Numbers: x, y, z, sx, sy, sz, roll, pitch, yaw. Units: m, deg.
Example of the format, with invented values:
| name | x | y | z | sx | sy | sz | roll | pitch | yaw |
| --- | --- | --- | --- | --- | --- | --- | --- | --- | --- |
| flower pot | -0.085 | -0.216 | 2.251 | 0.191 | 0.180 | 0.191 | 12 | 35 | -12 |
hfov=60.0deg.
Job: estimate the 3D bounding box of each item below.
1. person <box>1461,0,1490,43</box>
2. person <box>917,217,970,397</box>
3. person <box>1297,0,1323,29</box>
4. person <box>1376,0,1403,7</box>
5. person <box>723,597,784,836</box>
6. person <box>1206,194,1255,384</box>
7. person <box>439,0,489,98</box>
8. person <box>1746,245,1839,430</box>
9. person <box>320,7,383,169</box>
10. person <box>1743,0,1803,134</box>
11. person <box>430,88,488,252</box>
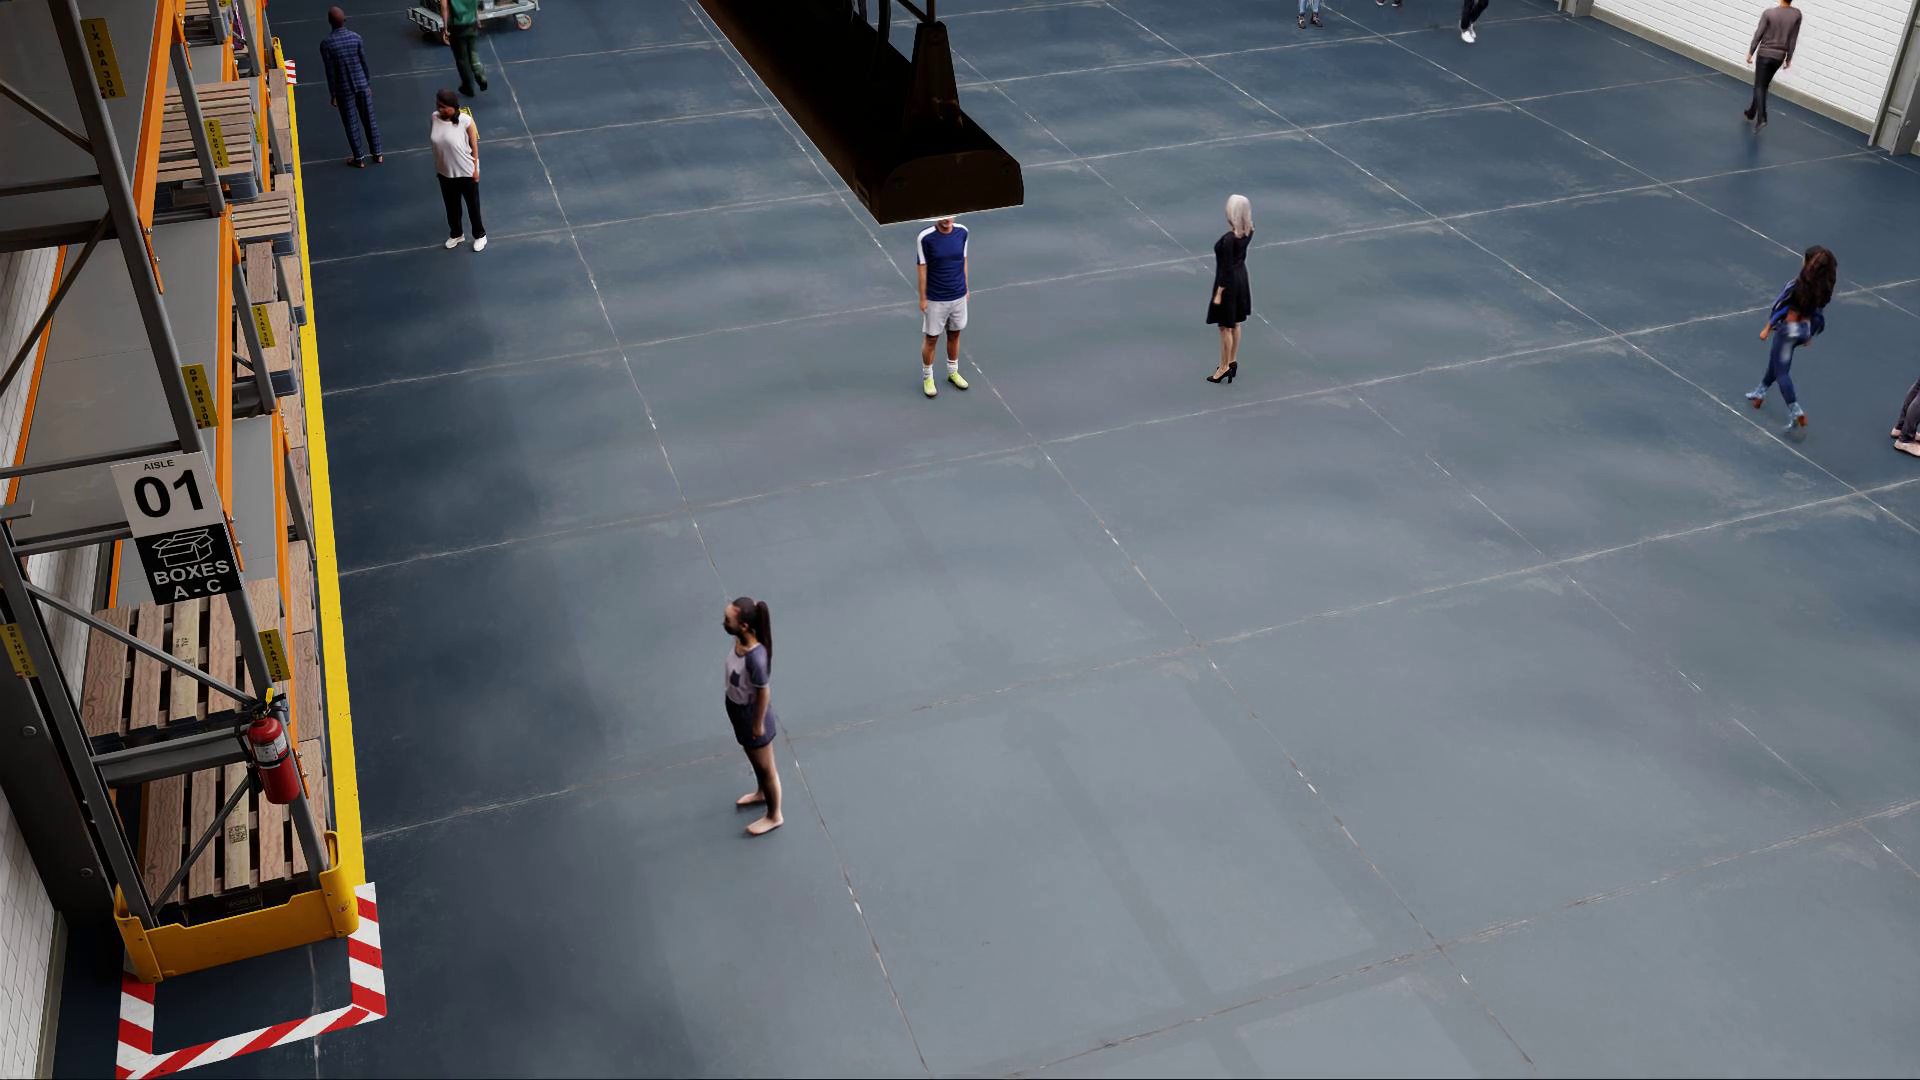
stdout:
| name | x | y | z | sx | sy | sz | roll | pitch | yaw |
| --- | --- | --- | --- | --- | --- | --- | --- | --- | --- |
| person | 7.065 | -7.822 | 23.022 | 0.747 | 1.789 | 0.638 | -12 | 35 | -17 |
| person | -0.139 | -2.148 | 14.442 | 0.662 | 1.838 | 0.587 | -16 | 37 | -23 |
| person | 5.077 | -8.186 | 23.634 | 0.595 | 1.719 | 0.529 | -9 | 35 | -14 |
| person | 6.419 | -8.796 | 24.503 | 0.686 | 1.773 | 0.709 | 10 | 35 | 14 |
| person | -1.214 | 1.020 | 9.848 | 0.648 | 1.650 | 0.439 | -11 | 35 | -15 |
| person | 2.367 | -2.206 | 14.613 | 0.745 | 1.746 | 0.705 | 20 | 38 | 27 |
| person | -6.245 | -6.482 | 20.970 | 0.805 | 1.830 | 0.882 | -28 | 43 | -35 |
| person | 7.016 | -1.676 | 13.958 | 0.637 | 1.589 | 1.019 | -10 | 35 | -14 |
| person | -6.967 | -5.190 | 19.036 | 0.742 | 1.820 | 0.730 | -26 | 41 | -33 |
| person | 9.747 | -5.760 | 19.969 | 0.978 | 1.736 | 1.226 | -1 | 34 | -2 |
| person | -5.176 | -3.820 | 17.091 | 0.764 | 1.691 | 0.798 | 9 | 35 | 13 |
